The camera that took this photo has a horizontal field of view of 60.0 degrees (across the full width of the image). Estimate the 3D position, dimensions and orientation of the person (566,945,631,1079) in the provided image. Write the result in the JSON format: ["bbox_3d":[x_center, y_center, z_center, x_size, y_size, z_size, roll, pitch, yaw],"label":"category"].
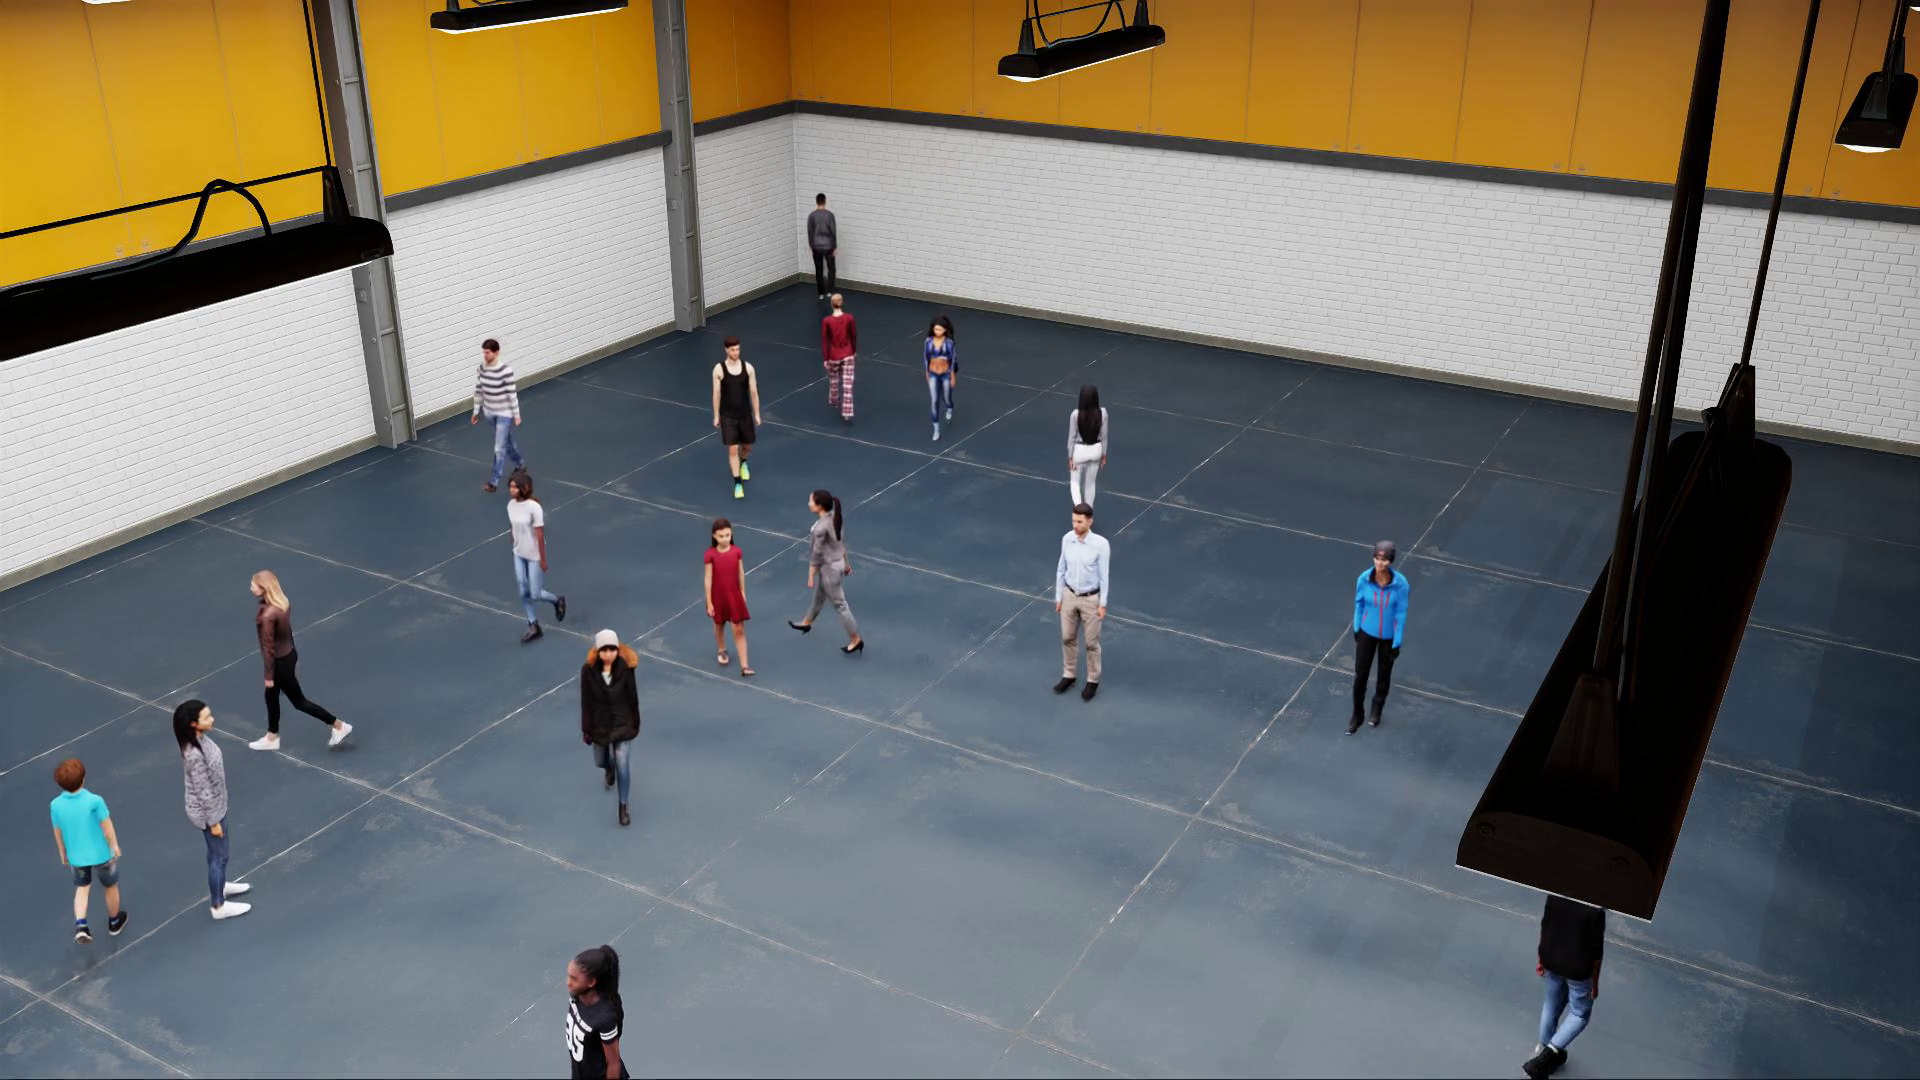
[{"bbox_3d":[-2.040,3.039,9.371,0.684,1.729,0.683,-19,30,-37],"label":"person"}]

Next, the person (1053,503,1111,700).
[{"bbox_3d":[1.109,0.525,14.979,0.650,1.843,0.596,12,26,26],"label":"person"}]

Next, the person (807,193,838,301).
[{"bbox_3d":[-2.259,-4.781,27.228,0.764,1.755,0.803,0,24,0],"label":"person"}]

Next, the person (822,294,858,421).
[{"bbox_3d":[-1.547,-2.373,21.850,1.056,1.650,1.172,-4,24,-8],"label":"person"}]

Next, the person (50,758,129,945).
[{"bbox_3d":[-6.116,2.205,11.642,0.743,1.439,0.826,-3,24,-7],"label":"person"}]

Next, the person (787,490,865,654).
[{"bbox_3d":[-1.145,0.345,15.666,0.813,1.623,1.079,9,25,20],"label":"person"}]

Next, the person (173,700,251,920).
[{"bbox_3d":[-5.411,1.914,11.948,0.720,1.726,0.698,-11,26,-23],"label":"person"}]

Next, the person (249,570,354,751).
[{"bbox_3d":[-5.618,1.050,13.995,1.115,1.670,1.122,-4,24,-8],"label":"person"}]

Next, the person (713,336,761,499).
[{"bbox_3d":[-2.634,-1.496,19.570,1.127,1.870,1.174,-7,25,-16],"label":"person"}]

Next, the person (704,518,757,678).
[{"bbox_3d":[-2.200,0.495,15.461,1.015,1.513,1.032,-8,25,-18],"label":"person"}]

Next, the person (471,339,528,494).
[{"bbox_3d":[-5.389,-1.501,19.670,0.648,1.798,1.147,13,27,27],"label":"person"}]

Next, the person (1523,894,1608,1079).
[{"bbox_3d":[3.707,2.685,10.242,0.934,1.680,0.756,-18,30,-36],"label":"person"}]

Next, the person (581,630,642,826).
[{"bbox_3d":[-2.776,1.430,13.189,0.939,1.619,1.032,-4,24,-8],"label":"person"}]

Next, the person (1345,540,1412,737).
[{"bbox_3d":[3.667,0.799,14.430,0.638,1.781,0.827,11,26,23],"label":"person"}]

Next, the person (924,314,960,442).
[{"bbox_3d":[-0.234,-2.100,21.303,0.796,1.588,1.050,5,24,11],"label":"person"}]

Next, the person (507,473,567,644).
[{"bbox_3d":[-4.086,0.149,16.007,0.588,1.709,0.775,13,27,27],"label":"person"}]

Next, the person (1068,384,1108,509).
[{"bbox_3d":[1.412,-0.884,18.368,0.827,1.712,0.925,-1,24,-3],"label":"person"}]
